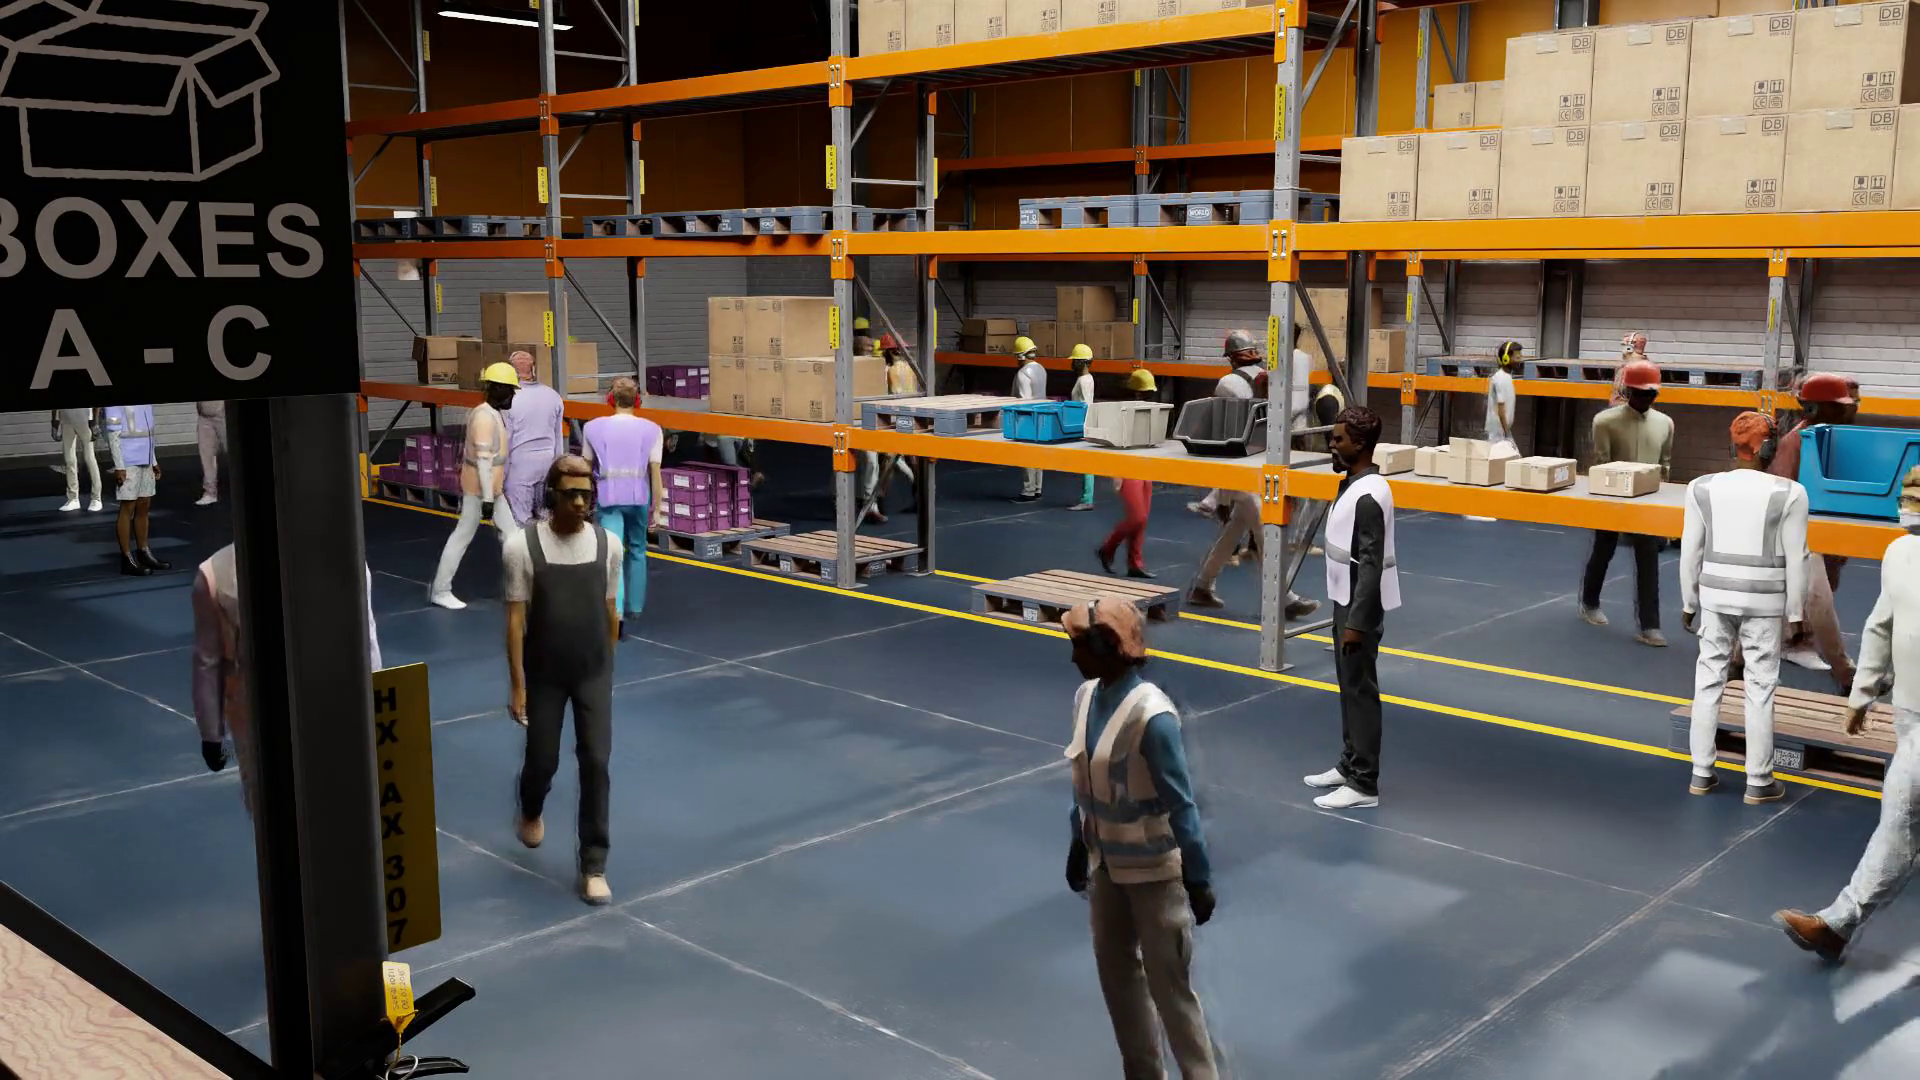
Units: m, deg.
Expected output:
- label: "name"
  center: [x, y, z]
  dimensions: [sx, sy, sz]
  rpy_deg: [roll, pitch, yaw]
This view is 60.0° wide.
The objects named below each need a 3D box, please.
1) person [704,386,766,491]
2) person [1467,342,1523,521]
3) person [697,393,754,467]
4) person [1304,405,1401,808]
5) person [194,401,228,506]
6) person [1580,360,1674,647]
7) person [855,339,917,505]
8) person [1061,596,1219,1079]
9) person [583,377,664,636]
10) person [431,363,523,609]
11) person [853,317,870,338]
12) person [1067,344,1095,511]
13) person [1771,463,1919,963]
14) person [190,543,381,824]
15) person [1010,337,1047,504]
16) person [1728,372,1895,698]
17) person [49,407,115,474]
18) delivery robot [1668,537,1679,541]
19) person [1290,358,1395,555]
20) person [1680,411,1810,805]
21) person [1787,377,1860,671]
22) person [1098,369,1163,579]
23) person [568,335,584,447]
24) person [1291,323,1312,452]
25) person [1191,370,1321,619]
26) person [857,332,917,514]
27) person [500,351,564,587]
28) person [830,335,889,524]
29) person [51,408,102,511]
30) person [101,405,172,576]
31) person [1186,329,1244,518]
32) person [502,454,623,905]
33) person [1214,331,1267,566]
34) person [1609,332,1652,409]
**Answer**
- label: "person"
  center: [-2.644, -1.366, 19.024]
  dimensions: [0.822, 1.669, 0.532]
  rpy_deg: [4, 10, 22]
- label: "person"
  center: [5.581, -1.069, 16.722]
  dimensions: [0.932, 1.824, 0.534]
  rpy_deg: [5, 11, 29]
- label: "person"
  center: [-2.389, -1.046, 17.324]
  dimensions: [0.880, 1.584, 0.501]
  rpy_deg: [9, 13, 44]
- label: "person"
  center: [1.892, 0.319, 7.931]
  dimensions: [0.391, 1.920, 0.593]
  rpy_deg: [1, 9, 5]
- label: "person"
  center: [-8.074, -1.341, 18.229]
  dimensions: [0.643, 1.881, 0.766]
  rpy_deg: [2, 10, 14]
- label: "person"
  center: [4.651, -0.293, 11.604]
  dimensions: [0.589, 1.948, 0.991]
  rpy_deg: [0, 9, 1]
- label: "person"
  center: [-0.778, -1.252, 17.900]
  dimensions: [0.720, 1.813, 0.605]
  rpy_deg: [4, 10, 21]
- label: "person"
  center: [0.537, 0.969, 4.883]
  dimensions: [0.403, 1.609, 0.619]
  rpy_deg: [-5, 10, -26]
- label: "person"
  center: [-2.373, -0.246, 11.782]
  dimensions: [0.586, 1.801, 0.952]
  rpy_deg: [-3, 10, -15]
- label: "person"
  center: [-3.548, -0.407, 12.576]
  dimensions: [1.006, 1.857, 0.666]
  rpy_deg: [-1, 9, -6]
- label: "person"
  center: [-1.411, -2.236, 23.744]
  dimensions: [1.018, 1.868, 0.614]
  rpy_deg: [3, 10, 18]
- label: "person"
  center: [1.290, -1.189, 17.646]
  dimensions: [0.308, 1.769, 0.525]
  rpy_deg: [1, 9, 4]
- label: "person"
  center: [3.511, 0.634, 6.125]
  dimensions: [1.026, 1.876, 0.642]
  rpy_deg: [-1, 9, -4]
- label: "person"
  center: [-2.470, 0.661, 6.132]
  dimensions: [0.659, 1.820, 0.458]
  rpy_deg: [-4, 10, -22]
- label: "person"
  center: [0.732, -1.303, 18.173]
  dimensions: [0.404, 1.821, 0.589]
  rpy_deg: [4, 10, 23]
- label: "person"
  center: [5.129, -0.022, 9.926]
  dimensions: [0.646, 1.938, 1.037]
  rpy_deg: [-8, 12, -41]
- label: "person"
  center: [-10.864, -1.656, 20.698]
  dimensions: [0.916, 1.690, 0.503]
  rpy_deg: [-6, 11, -33]
- label: "delivery robot"
  center: [6.304, -0.244, 15.263]
  dimensions: [0.477, 0.478, 0.707]
  rpy_deg: [-6, 11, -31]
- label: "person"
  center: [3.375, -0.720, 14.732]
  dimensions: [0.878, 1.781, 0.652]
  rpy_deg: [6, 11, 34]
- label: "person"
  center: [3.762, 0.324, 8.000]
  dimensions: [0.572, 1.886, 0.355]
  rpy_deg: [8, 12, 41]
- label: "person"
  center: [5.489, -0.130, 10.820]
  dimensions: [0.641, 1.887, 0.644]
  rpy_deg: [-5, 10, -26]
- label: "person"
  center: [1.442, -0.536, 13.696]
  dimensions: [0.419, 1.750, 0.527]
  rpy_deg: [6, 11, 34]
- label: "person"
  center: [-5.065, -1.824, 21.711]
  dimensions: [0.867, 1.701, 0.596]
  rpy_deg: [4, 10, 24]
- label: "person"
  center: [3.771, -1.558, 19.370]
  dimensions: [0.631, 1.936, 0.760]
  rpy_deg: [-9, 13, -43]
- label: "person"
  center: [2.165, -0.343, 12.315]
  dimensions: [1.084, 1.824, 0.559]
  rpy_deg: [6, 11, 33]
- label: "person"
  center: [-0.712, -1.202, 17.315]
  dimensions: [0.872, 1.895, 0.600]
  rpy_deg: [3, 10, 19]
- label: "person"
  center: [-3.489, -0.562, 13.374]
  dimensions: [0.401, 1.904, 0.649]
  rpy_deg: [8, 12, 39]
- label: "person"
  center: [-1.024, -1.085, 16.567]
  dimensions: [0.659, 1.895, 0.836]
  rpy_deg: [-6, 11, -33]
- label: "person"
  center: [-9.359, -1.223, 17.573]
  dimensions: [0.508, 1.860, 0.315]
  rpy_deg: [0, 9, -1]
- label: "person"
  center: [-6.911, -0.674, 13.958]
  dimensions: [0.356, 1.938, 0.543]
  rpy_deg: [1, 9, 7]
- label: "person"
  center: [2.720, -1.141, 16.808]
  dimensions: [0.990, 1.944, 0.611]
  rpy_deg: [3, 10, 18]
- label: "person"
  center: [-1.644, 0.539, 6.875]
  dimensions: [0.516, 1.826, 0.729]
  rpy_deg: [-5, 10, -26]
- label: "person"
  center: [2.412, -0.804, 14.445]
  dimensions: [0.674, 2.000, 0.535]
  rpy_deg: [-6, 11, -34]
- label: "person"
  center: [6.939, -1.197, 17.260]
  dimensions: [0.406, 1.911, 0.639]
  rpy_deg: [9, 13, 43]
